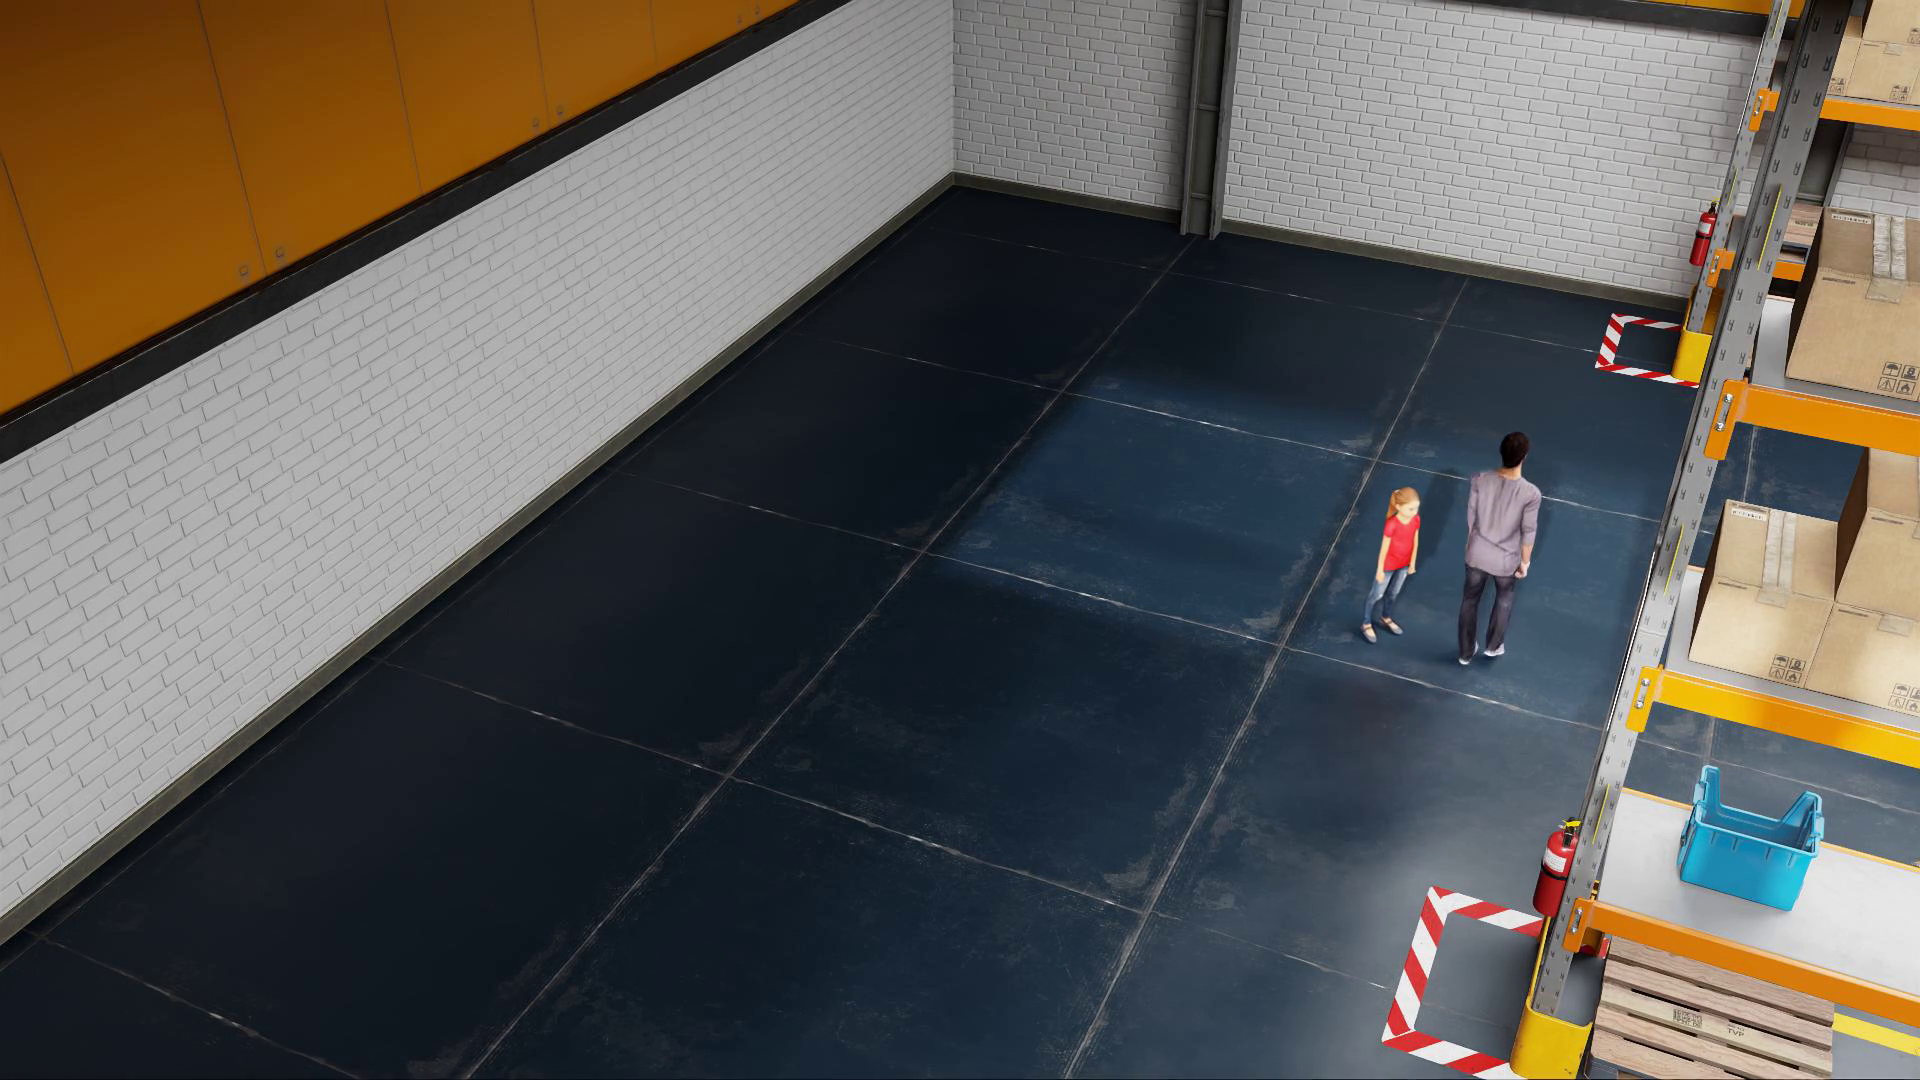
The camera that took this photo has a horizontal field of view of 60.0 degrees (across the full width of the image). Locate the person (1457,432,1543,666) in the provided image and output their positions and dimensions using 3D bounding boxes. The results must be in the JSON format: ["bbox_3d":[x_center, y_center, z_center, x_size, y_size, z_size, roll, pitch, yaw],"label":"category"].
[{"bbox_3d":[3.755,0.126,11.814,0.585,1.835,0.754,19,38,26],"label":"person"}]

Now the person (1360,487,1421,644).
[{"bbox_3d":[3.183,0.160,12.242,0.564,1.305,0.614,-14,36,-21],"label":"person"}]
